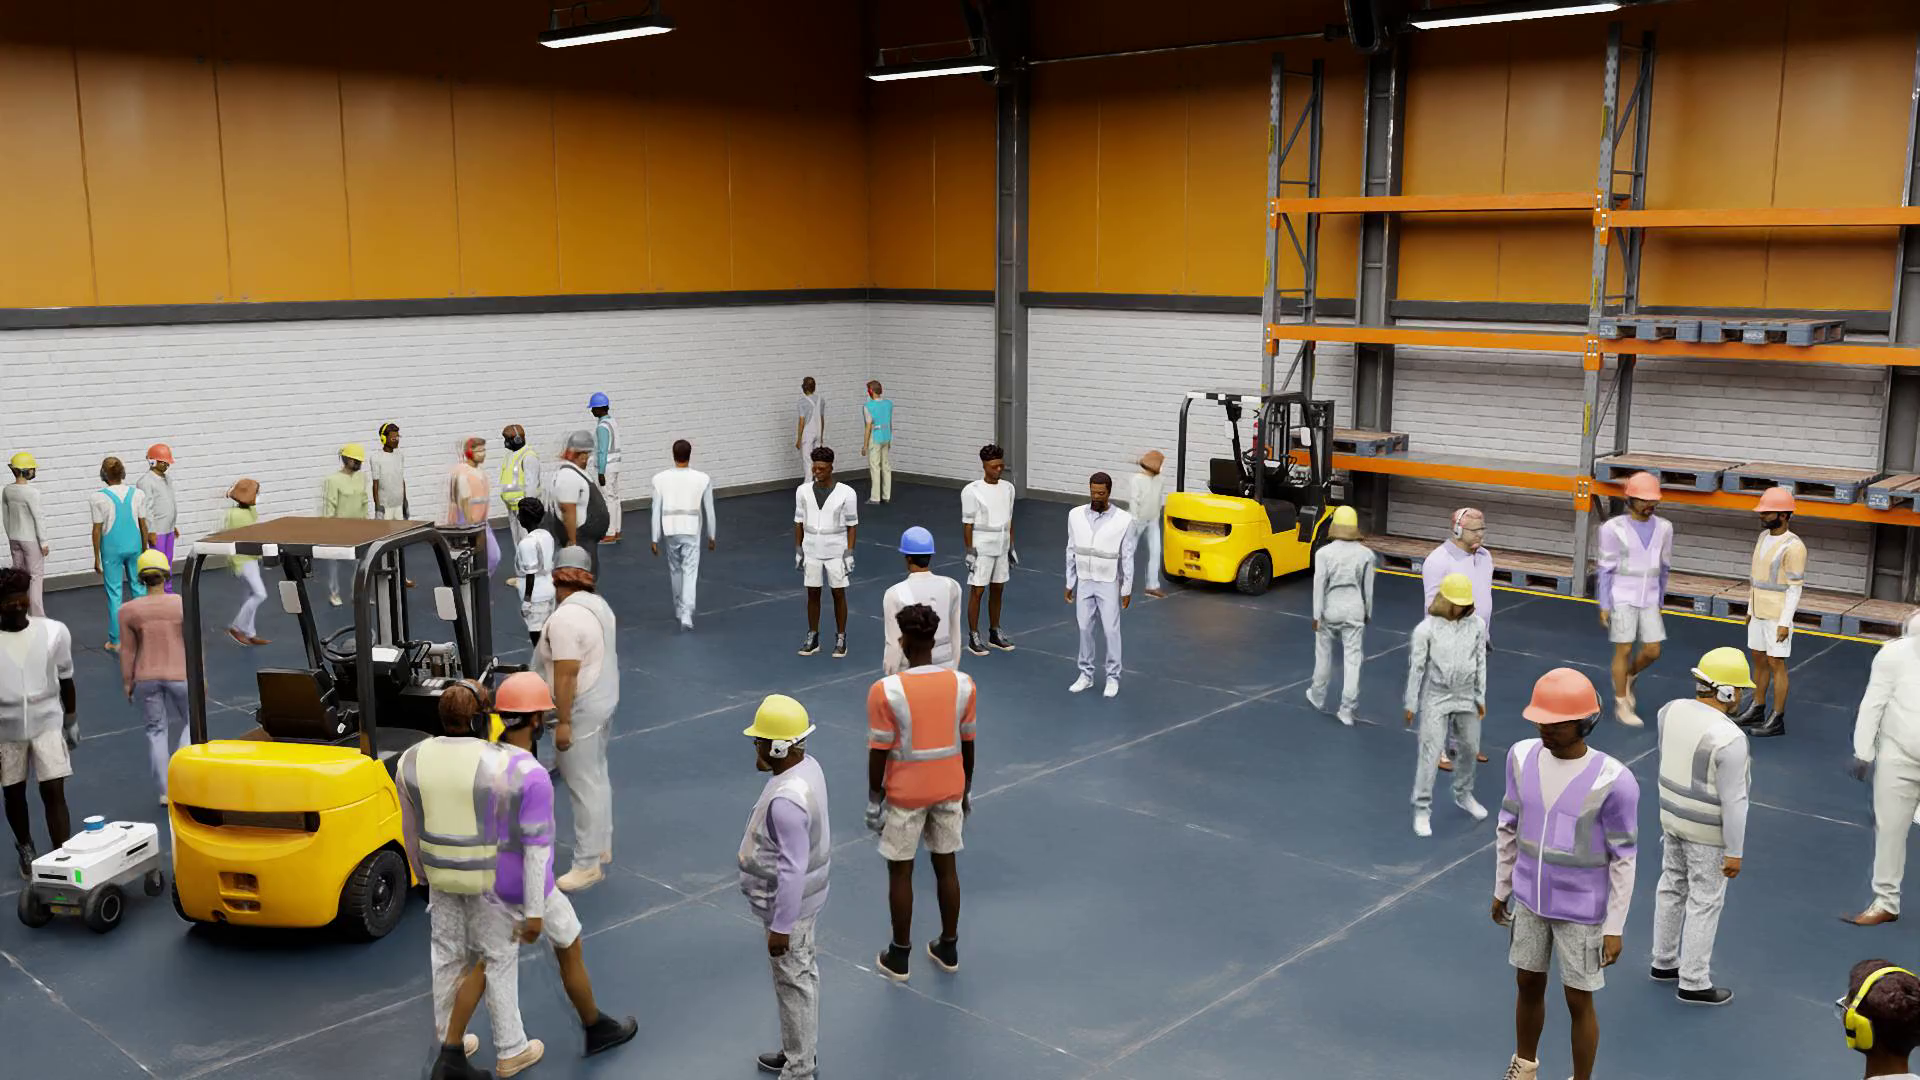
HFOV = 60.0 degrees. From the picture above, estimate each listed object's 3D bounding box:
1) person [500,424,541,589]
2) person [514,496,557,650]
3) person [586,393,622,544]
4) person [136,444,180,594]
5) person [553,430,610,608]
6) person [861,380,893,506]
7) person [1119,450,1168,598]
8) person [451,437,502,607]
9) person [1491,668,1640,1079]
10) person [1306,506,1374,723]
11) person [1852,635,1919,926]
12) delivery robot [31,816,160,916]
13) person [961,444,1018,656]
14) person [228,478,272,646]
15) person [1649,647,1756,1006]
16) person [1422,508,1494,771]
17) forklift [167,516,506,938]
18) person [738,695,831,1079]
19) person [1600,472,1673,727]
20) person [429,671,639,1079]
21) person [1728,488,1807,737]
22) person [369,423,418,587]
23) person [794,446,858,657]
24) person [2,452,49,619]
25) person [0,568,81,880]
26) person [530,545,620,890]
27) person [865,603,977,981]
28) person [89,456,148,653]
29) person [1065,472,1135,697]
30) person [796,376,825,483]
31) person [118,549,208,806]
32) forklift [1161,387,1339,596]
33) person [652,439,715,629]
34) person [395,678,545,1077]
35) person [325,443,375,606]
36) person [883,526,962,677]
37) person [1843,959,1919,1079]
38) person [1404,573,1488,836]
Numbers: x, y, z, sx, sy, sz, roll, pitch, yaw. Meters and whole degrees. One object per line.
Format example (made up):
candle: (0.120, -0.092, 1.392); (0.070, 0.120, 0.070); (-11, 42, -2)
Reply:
person: (-4.892, -0.378, 18.513); (0.429, 1.830, 0.633); (-8, 13, -37)
person: (-3.566, 0.477, 14.008); (0.317, 1.695, 0.540); (1, 10, 5)
person: (-4.533, -0.915, 21.252); (0.416, 1.939, 0.604); (0, 10, 0)
person: (-8.330, -0.140, 17.383); (0.335, 1.743, 0.561); (0, 10, -1)
person: (-3.705, -0.086, 16.235); (0.567, 2.000, 0.708); (-1, 10, -8)
person: (-1.204, -1.418, 24.398); (0.389, 1.837, 0.563); (8, 13, 39)
person: (1.976, -0.202, 18.150); (0.522, 1.595, 0.790); (-6, 12, -31)
person: (-5.019, -0.151, 17.207); (0.453, 1.828, 0.559); (2, 10, 9)
person: (2.513, 1.530, 7.034); (0.395, 2.038, 0.615); (-8, 13, -37)
person: (3.055, 0.568, 13.415); (0.512, 1.707, 0.825); (0, 10, -2)
person: (5.331, 1.243, 9.156); (0.742, 1.878, 0.410); (3, 10, 18)
delivery robot: (-4.883, 1.808, 9.414); (0.477, 0.478, 0.707); (2, 10, 11)
person: (0.285, 0.081, 15.495); (0.603, 1.966, 0.368); (-8, 13, -39)
person: (-6.706, 0.216, 15.727); (0.342, 1.615, 0.495); (-1, 10, -7)
person: (3.707, 1.420, 8.296); (0.403, 1.820, 0.602); (-2, 10, -12)
person: (3.645, 0.709, 12.092); (0.650, 1.906, 0.409); (-7, 12, -33)
forklift: (-3.583, 0.976, 9.748); (1.214, 2.155, 2.313); (2, 10, 11)
person: (-0.774, 1.577, 7.359); (0.404, 1.832, 0.600); (0, 10, 0)
person: (5.326, 0.458, 13.177); (0.616, 2.027, 0.501); (-1, 10, -6)
person: (-2.012, 1.526, 7.541); (0.541, 1.888, 0.993); (8, 13, 37)
person: (6.262, 0.555, 12.877); (0.357, 1.938, 0.542); (-1, 10, -6)
person: (-6.260, -0.363, 18.339); (0.333, 1.861, 0.507); (4, 11, 22)
person: (-1.246, 0.105, 15.358); (0.607, 1.966, 0.367); (2, 10, 14)
person: (-9.232, 0.005, 16.498); (0.534, 1.767, 0.319); (5, 11, 25)
person: (-5.430, 1.121, 9.665); (0.625, 1.923, 0.957); (-7, 12, -35)
person: (-2.333, 1.010, 9.994); (0.534, 2.000, 0.814); (1, 10, 7)
person: (-0.206, 1.297, 8.649); (0.613, 1.949, 0.420); (-5, 11, -26)
person: (-7.856, 0.132, 15.582); (0.346, 1.838, 0.500); (9, 13, 41)
person: (1.188, 0.363, 14.057); (0.593, 1.912, 0.381); (5, 11, 26)
person: (-2.261, -1.544, 25.093); (0.345, 1.846, 0.508); (9, 13, 42)
person: (-5.390, 0.932, 11.276); (0.548, 1.738, 0.467); (-2, 10, -10)
forklift: (3.298, -0.608, 18.767); (1.214, 2.155, 2.313); (9, 13, 42)
person: (-2.764, -0.066, 16.617); (0.613, 1.877, 0.992); (0, 10, -3)
person: (-2.211, 1.534, 7.578); (0.621, 1.845, 0.429); (2, 10, 13)
person: (-6.427, -0.151, 17.485); (0.689, 1.719, 0.625); (6, 12, 30)
person: (-0.261, 0.877, 11.012); (0.608, 1.946, 0.406); (-7, 12, -36)
person: (2.478, 2.056, 4.563); (0.511, 1.862, 0.324); (-1, 10, -8)
person: (3.195, 1.032, 10.785); (0.685, 1.719, 0.509); (-2, 10, -12)
